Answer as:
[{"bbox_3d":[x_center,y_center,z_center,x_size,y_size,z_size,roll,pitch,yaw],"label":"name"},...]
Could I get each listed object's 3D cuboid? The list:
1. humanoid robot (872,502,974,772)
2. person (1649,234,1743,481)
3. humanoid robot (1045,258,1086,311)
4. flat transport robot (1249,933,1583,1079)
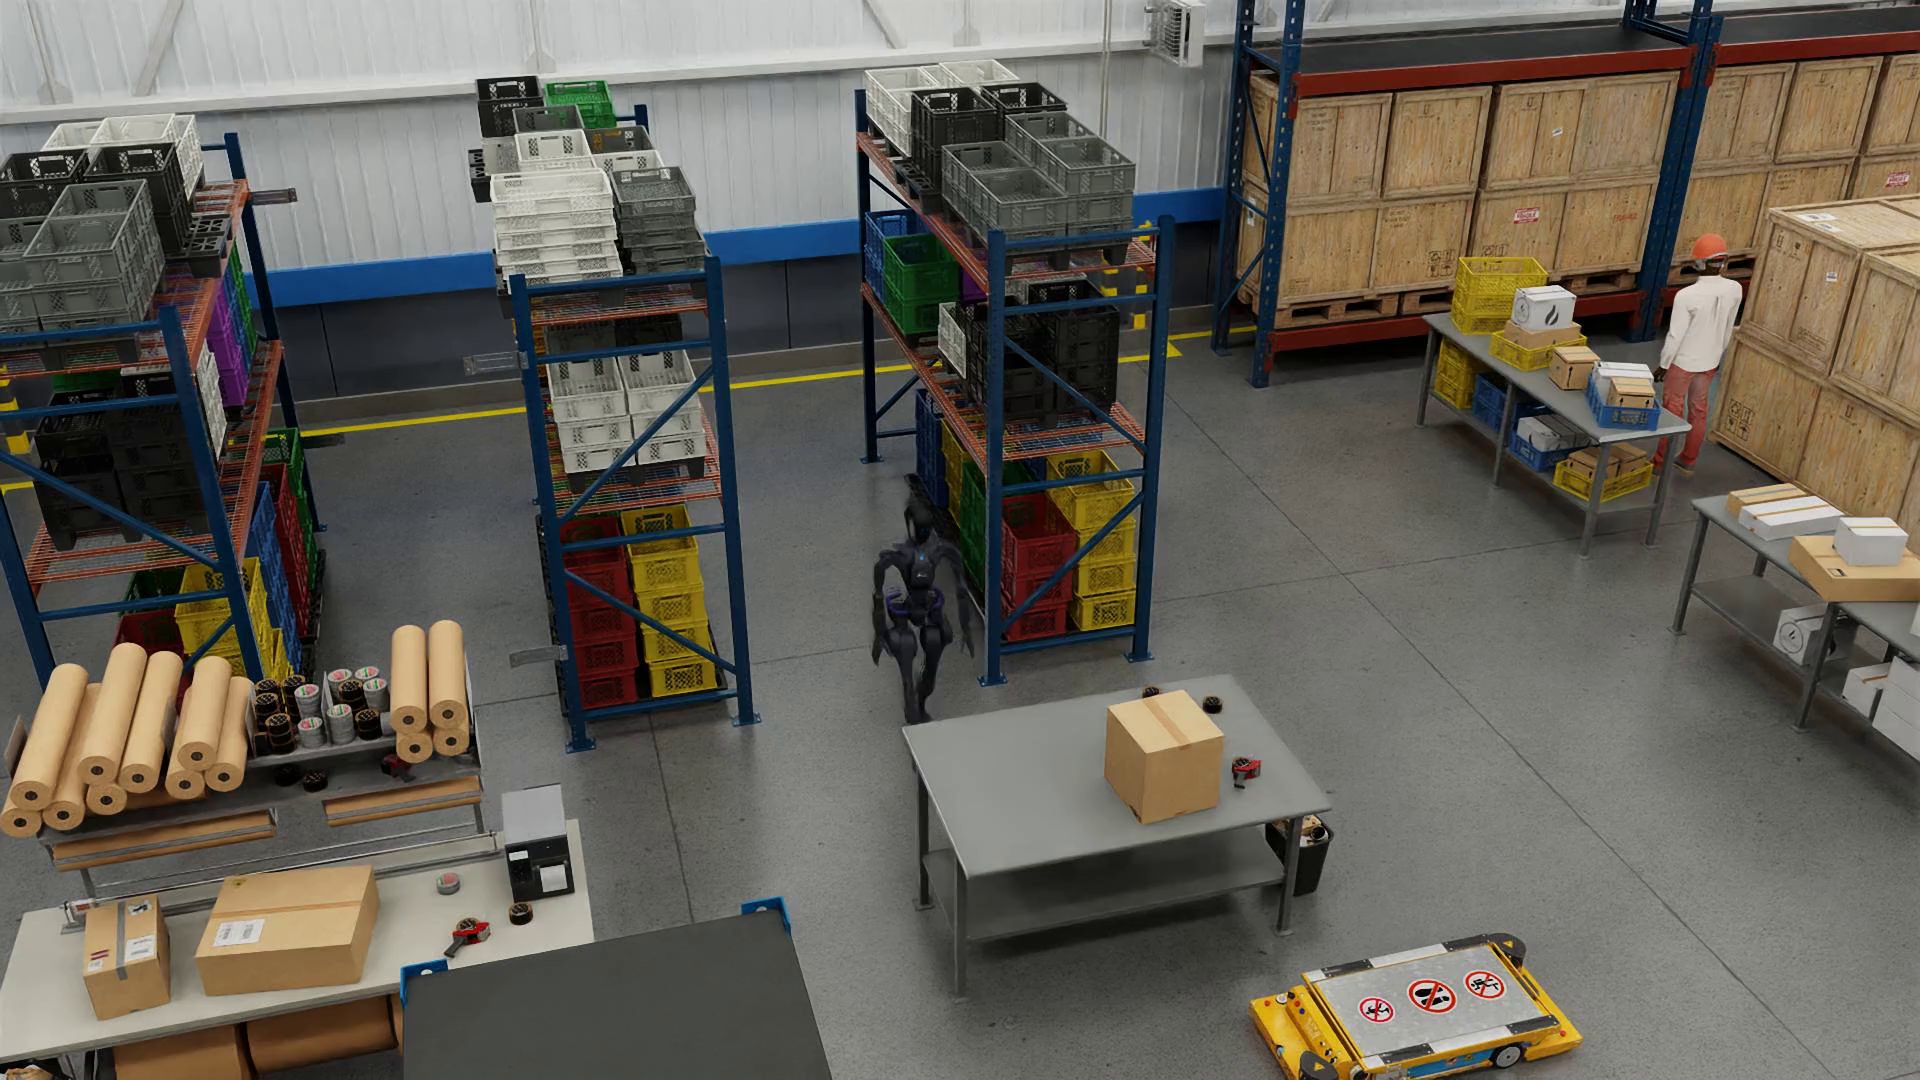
[{"bbox_3d":[-0.228,0.511,9.823,0.591,1.639,0.699,-10,30,-17],"label":"humanoid robot"},{"bbox_3d":[5.678,-1.405,12.938,0.610,1.985,0.390,-10,30,-17],"label":"person"},{"bbox_3d":[0.822,-1.906,14.160,0.567,1.642,0.469,-21,35,-33],"label":"humanoid robot"},{"bbox_3d":[2.184,2.282,7.980,1.431,0.197,0.652,-8,30,-14],"label":"flat transport robot"}]
